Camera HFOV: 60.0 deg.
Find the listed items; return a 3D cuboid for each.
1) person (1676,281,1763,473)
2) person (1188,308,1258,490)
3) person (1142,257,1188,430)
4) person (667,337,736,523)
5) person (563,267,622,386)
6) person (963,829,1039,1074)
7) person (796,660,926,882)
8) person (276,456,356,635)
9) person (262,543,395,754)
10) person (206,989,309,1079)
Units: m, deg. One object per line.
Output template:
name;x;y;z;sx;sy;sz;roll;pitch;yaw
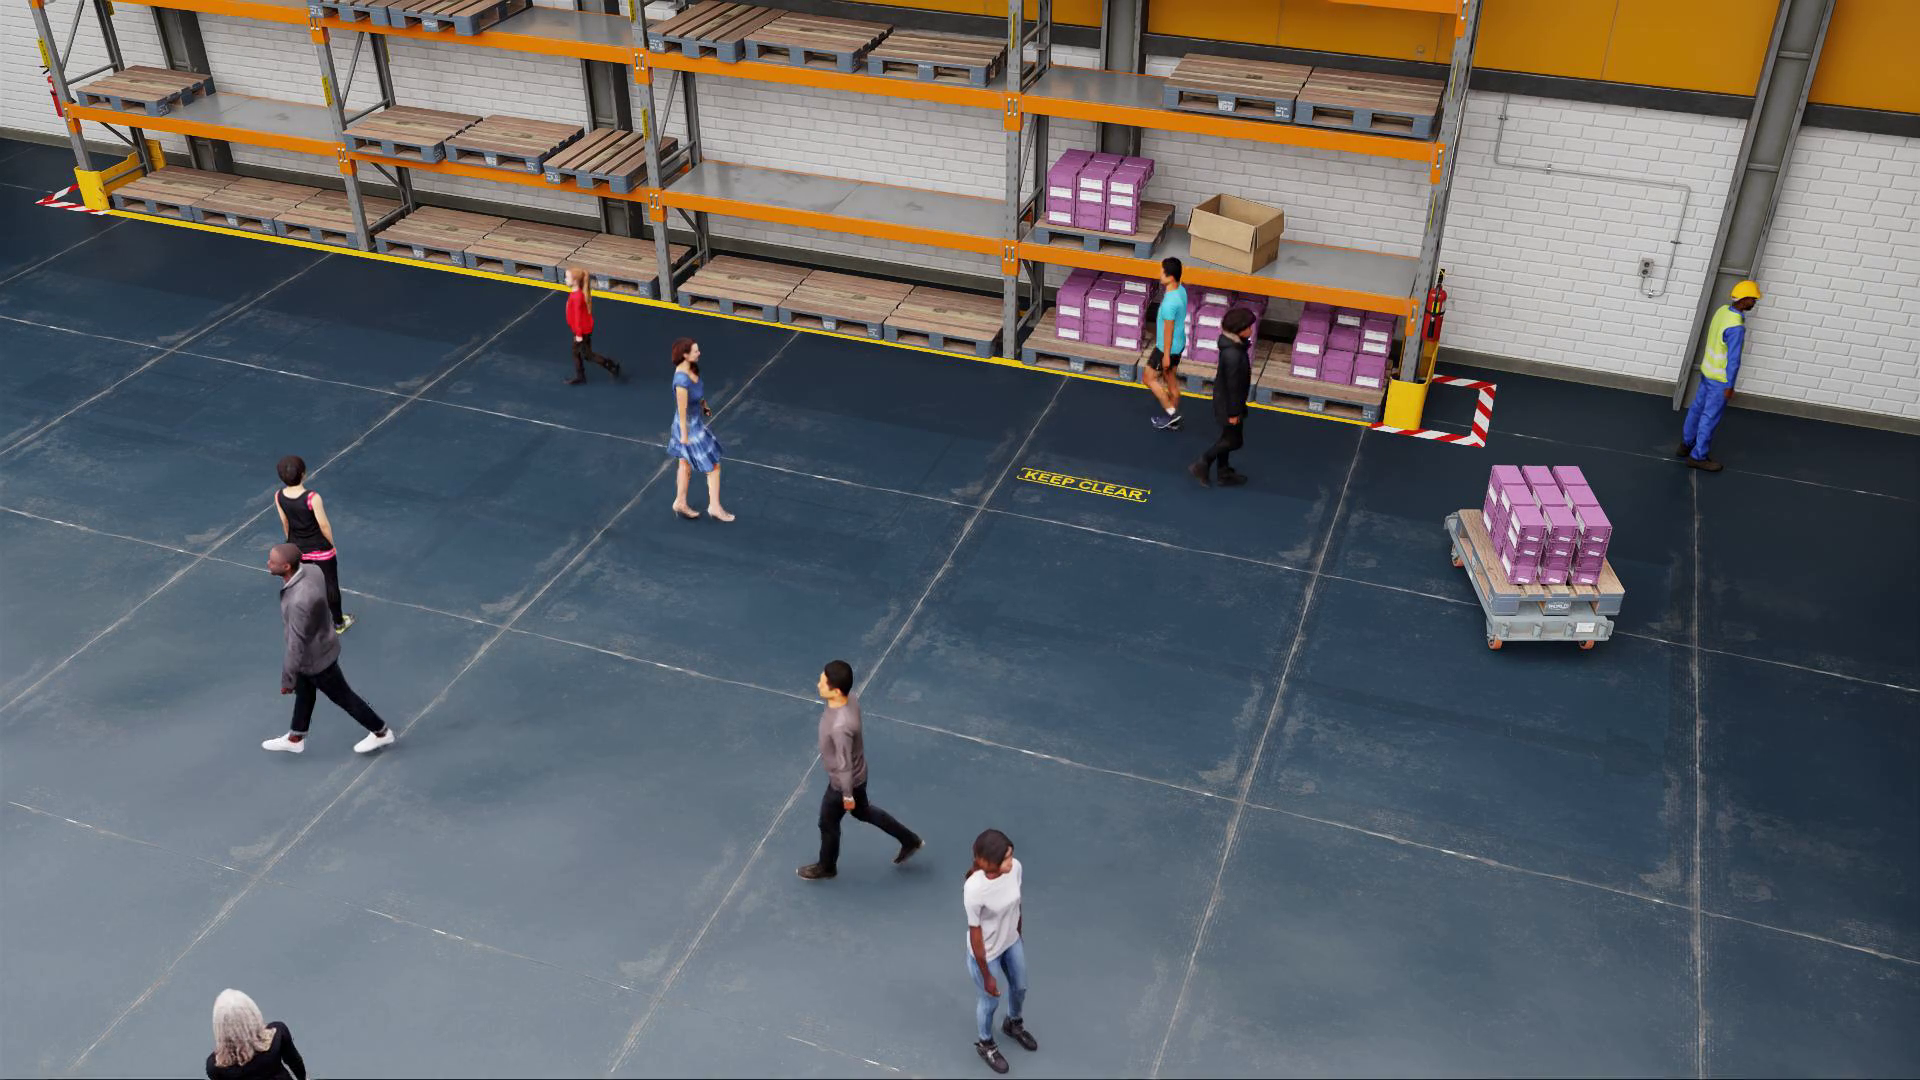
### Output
person;6.877;-1.515;15.082;0.682;1.810;0.726;2;34;4
person;2.312;-1.219;14.677;0.863;1.766;0.742;3;34;5
person;2.045;-1.793;15.542;0.605;1.765;0.650;11;35;16
person;-2.373;-0.908;14.192;0.907;1.784;0.832;-6;34;-9
person;-3.689;-2.091;16.439;0.881;1.267;0.753;-7;34;-11
person;0.156;2.299;9.427;0.745;1.718;0.710;29;43;36
person;-0.633;1.505;10.601;0.938;1.741;1.187;10;35;15
person;-5.084;0.034;12.987;0.485;1.549;0.620;7;34;10
person;-4.400;0.806;11.629;1.263;1.766;1.156;-11;35;-16
person;-3.460;2.967;8.431;1.018;1.707;1.213;-22;39;-29
